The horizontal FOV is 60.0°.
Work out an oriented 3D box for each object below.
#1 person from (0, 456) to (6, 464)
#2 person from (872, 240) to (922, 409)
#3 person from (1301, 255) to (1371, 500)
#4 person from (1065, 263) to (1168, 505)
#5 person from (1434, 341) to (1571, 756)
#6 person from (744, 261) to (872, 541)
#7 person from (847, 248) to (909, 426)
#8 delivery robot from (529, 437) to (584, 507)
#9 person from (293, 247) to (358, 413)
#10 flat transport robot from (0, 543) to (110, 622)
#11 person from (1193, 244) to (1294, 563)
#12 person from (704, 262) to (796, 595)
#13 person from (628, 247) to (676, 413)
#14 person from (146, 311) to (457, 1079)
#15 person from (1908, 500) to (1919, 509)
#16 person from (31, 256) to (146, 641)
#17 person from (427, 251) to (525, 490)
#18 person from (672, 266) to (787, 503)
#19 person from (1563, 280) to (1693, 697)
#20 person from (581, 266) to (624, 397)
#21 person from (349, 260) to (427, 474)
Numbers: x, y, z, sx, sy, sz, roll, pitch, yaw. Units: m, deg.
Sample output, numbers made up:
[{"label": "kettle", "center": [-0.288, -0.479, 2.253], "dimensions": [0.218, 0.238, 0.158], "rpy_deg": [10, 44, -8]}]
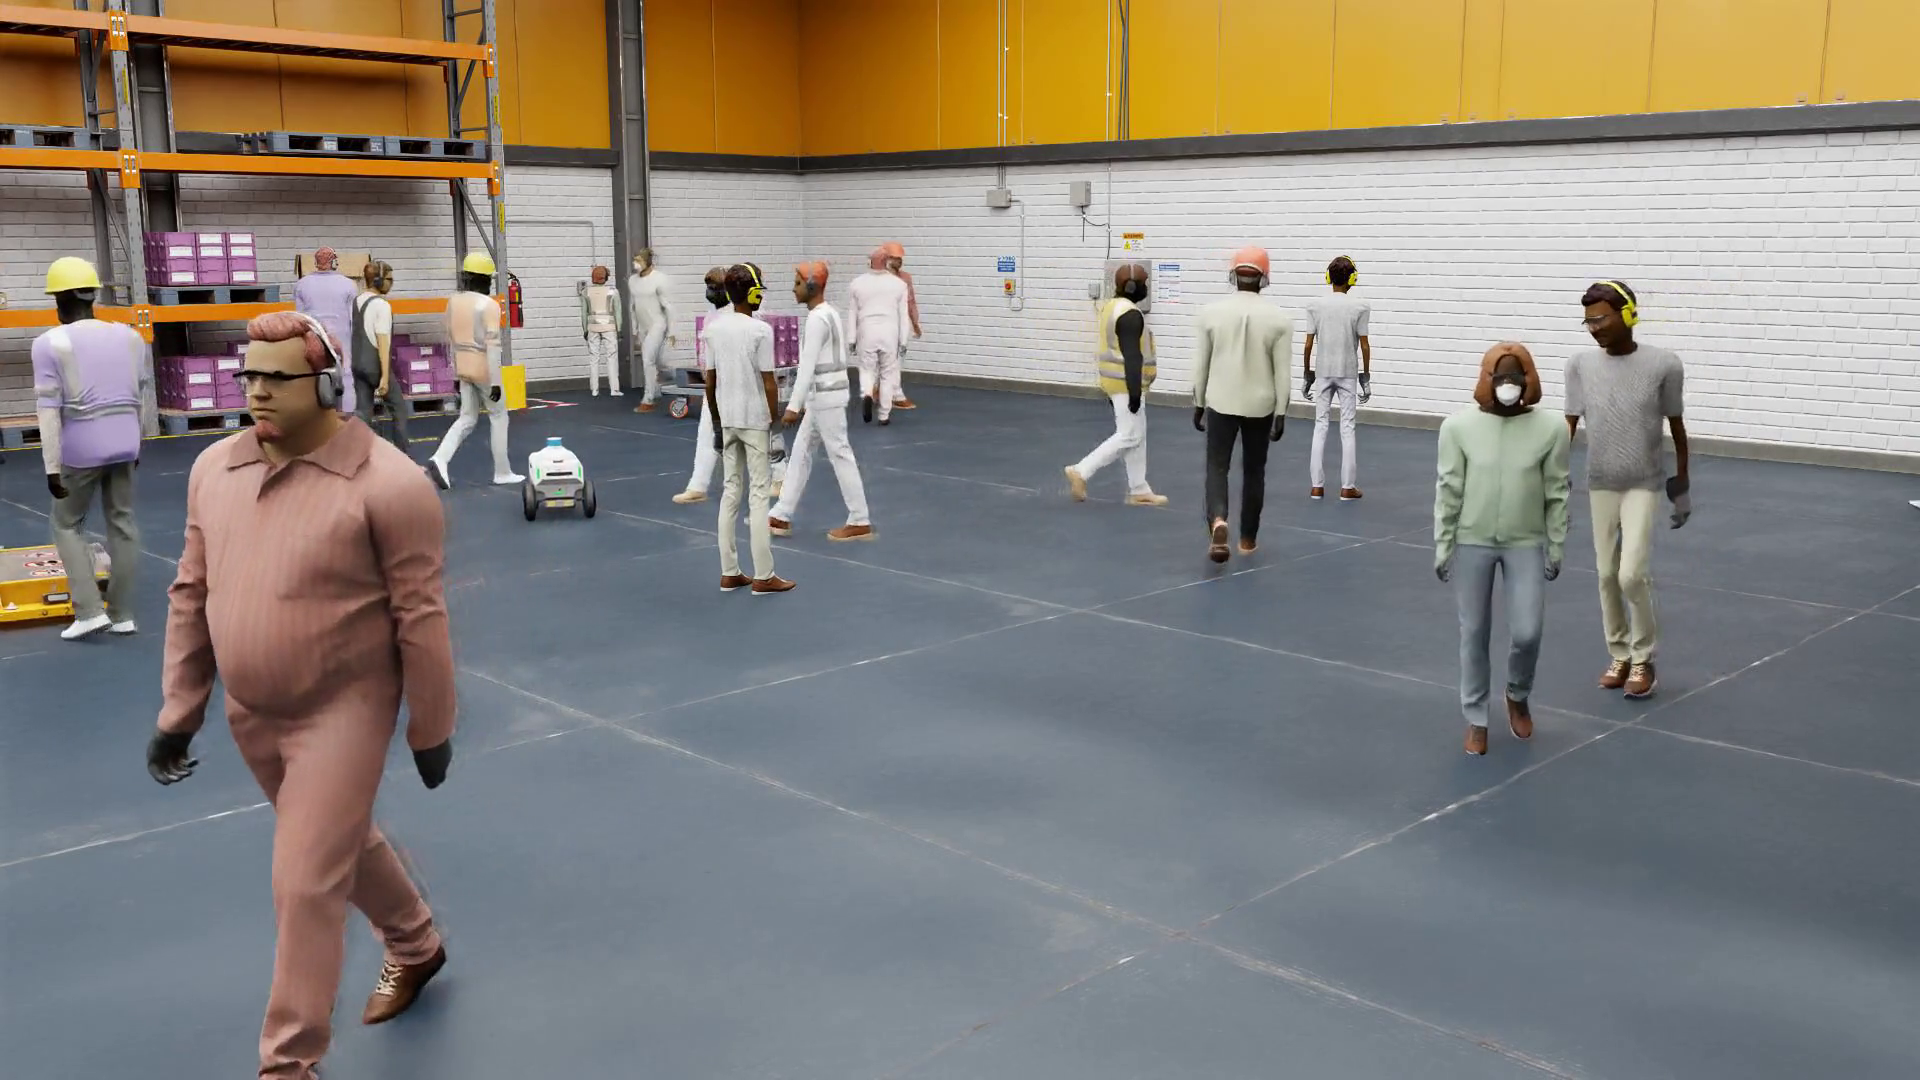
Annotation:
[{"label": "person", "center": [-8.746, -1.610, 14.604], "dimensions": [0.552, 1.935, 0.374], "rpy_deg": [3, 11, 16]}, {"label": "person", "center": [-0.845, -2.542, 19.614], "dimensions": [0.859, 1.970, 0.602], "rpy_deg": [9, 14, 40]}, {"label": "person", "center": [2.889, -1.238, 12.763], "dimensions": [0.538, 1.869, 0.312], "rpy_deg": [5, 11, 24]}, {"label": "person", "center": [1.176, -1.135, 12.335], "dimensions": [0.733, 1.819, 0.635], "rpy_deg": [-1, 10, -5]}, {"label": "person", "center": [2.092, 0.042, 6.460], "dimensions": [0.500, 1.625, 0.347], "rpy_deg": [3, 11, 16]}, {"label": "person", "center": [-1.020, -0.899, 10.955], "dimensions": [0.935, 1.840, 0.599], "rpy_deg": [0, 10, -2]}, {"label": "person", "center": [-0.862, -2.125, 17.546], "dimensions": [0.661, 1.884, 0.637], "rpy_deg": [0, 10, 1]}, {"label": "delivery robot", "center": [-2.931, -0.500, 12.055], "dimensions": [0.477, 0.478, 0.707], "rpy_deg": [-4, 11, -17]}, {"label": "person", "center": [-6.369, -2.008, 16.862], "dimensions": [0.654, 1.906, 0.406], "rpy_deg": [-1, 10, -5]}, {"label": "flat transport robot", "center": [-5.079, 0.208, 9.237], "dimensions": [0.652, 0.197, 1.431], "rpy_deg": [-7, 12, -32]}, {"label": "person", "center": [1.738, -0.834, 10.275], "dimensions": [0.614, 1.973, 0.835], "rpy_deg": [2, 11, 10]}, {"label": "person", "center": [-1.202, -0.625, 9.415], "dimensions": [0.518, 1.874, 0.326], "rpy_deg": [6, 12, 31]}, {"label": "person", "center": [-3.486, -2.441, 19.273], "dimensions": [0.645, 1.907, 0.895], "rpy_deg": [8, 13, 38]}, {"label": "person", "center": [-1.521, 0.391, 3.936], "dimensions": [0.643, 1.862, 1.002], "rpy_deg": [4, 11, 22]}, {"label": "person", "center": [7.187, -0.918, 11.712], "dimensions": [0.796, 1.599, 0.550], "rpy_deg": [3, 11, 16]}, {"label": "person", "center": [-4.325, -0.446, 8.309], "dimensions": [0.431, 1.917, 0.611], "rpy_deg": [6, 12, 32]}, {"label": "person", "center": [-3.890, -1.345, 13.269], "dimensions": [0.594, 1.898, 0.828], "rpy_deg": [6, 12, 31]}, {"label": "person", "center": [-1.700, -1.181, 12.678], "dimensions": [0.958, 1.801, 0.642], "rpy_deg": [-7, 12, -34]}, {"label": "person", "center": [2.910, -0.222, 7.323], "dimensions": [0.534, 1.828, 0.551], "rpy_deg": [9, 14, 40]}, {"label": "person", "center": [-4.487, -2.606, 20.848], "dimensions": [0.515, 1.640, 0.315], "rpy_deg": [1, 10, 6]}, {"label": "person", "center": [-4.737, -1.384, 13.709], "dimensions": [0.494, 1.807, 0.781], "rpy_deg": [6, 12, 31]}]
